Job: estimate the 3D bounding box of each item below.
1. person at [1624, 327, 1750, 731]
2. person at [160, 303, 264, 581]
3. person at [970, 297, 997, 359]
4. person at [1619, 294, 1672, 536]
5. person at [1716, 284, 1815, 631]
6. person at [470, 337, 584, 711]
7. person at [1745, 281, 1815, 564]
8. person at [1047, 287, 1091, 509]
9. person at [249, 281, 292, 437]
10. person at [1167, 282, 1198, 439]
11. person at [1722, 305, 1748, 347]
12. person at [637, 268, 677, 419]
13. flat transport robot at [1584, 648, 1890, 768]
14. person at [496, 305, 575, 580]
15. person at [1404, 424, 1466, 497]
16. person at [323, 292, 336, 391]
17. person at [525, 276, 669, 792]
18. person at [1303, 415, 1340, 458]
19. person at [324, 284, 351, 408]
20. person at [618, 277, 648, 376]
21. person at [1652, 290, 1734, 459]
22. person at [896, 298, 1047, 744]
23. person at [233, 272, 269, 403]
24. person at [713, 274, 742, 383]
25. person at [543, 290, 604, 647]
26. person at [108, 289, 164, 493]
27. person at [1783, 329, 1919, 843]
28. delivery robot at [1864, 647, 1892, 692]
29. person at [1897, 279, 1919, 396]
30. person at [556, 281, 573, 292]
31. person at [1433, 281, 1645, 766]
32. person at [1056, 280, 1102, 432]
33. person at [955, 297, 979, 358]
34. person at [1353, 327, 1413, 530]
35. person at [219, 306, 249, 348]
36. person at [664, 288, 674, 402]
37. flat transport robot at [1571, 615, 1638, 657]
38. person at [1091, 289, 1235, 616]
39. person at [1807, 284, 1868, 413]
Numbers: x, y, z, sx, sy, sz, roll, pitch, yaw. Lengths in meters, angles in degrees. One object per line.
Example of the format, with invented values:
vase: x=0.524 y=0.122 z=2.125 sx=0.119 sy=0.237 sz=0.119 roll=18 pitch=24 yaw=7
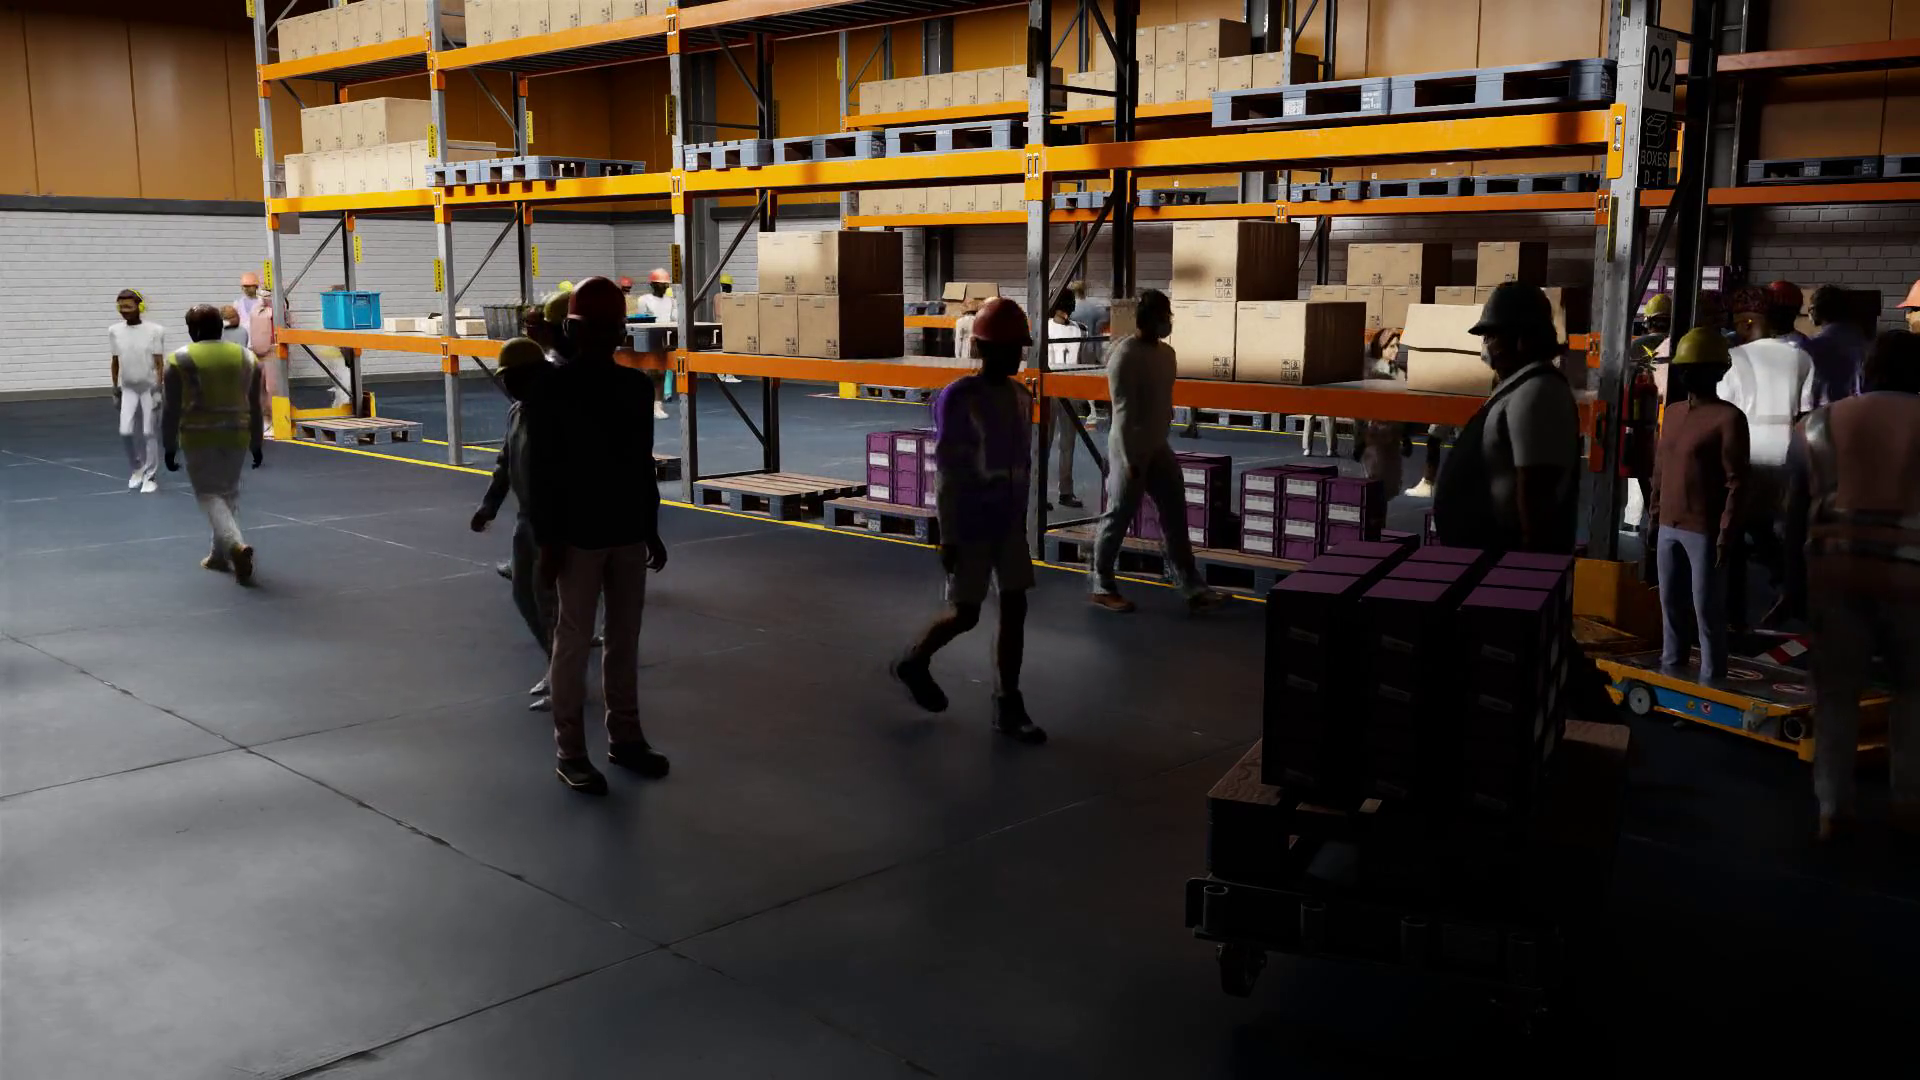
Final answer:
person: x=3.223 y=-0.049 z=7.348 sx=0.313 sy=1.768 sz=0.533 roll=-2 pitch=10 yaw=-15
person: x=-4.844 y=-0.636 z=10.851 sx=0.876 sy=1.811 sz=0.624 roll=9 pitch=13 yaw=43
person: x=0.322 y=-1.501 z=16.290 sx=0.540 sy=1.750 sz=0.387 roll=-6 pitch=11 yaw=-35
person: x=5.248 y=-0.935 z=12.579 sx=0.586 sy=1.833 sz=0.404 roll=0 pitch=9 yaw=2
person: x=4.420 y=-0.451 z=9.278 sx=0.641 sy=1.936 sz=0.483 roll=-2 pitch=10 yaw=-13
person: x=-1.998 y=-0.081 z=7.734 sx=0.457 sy=1.709 sz=0.495 roll=-7 pitch=12 yaw=-38
person: x=5.598 y=-0.801 z=11.435 sx=0.361 sy=1.940 sz=0.543 roll=0 pitch=9 yaw=0
person: x=0.841 y=-1.201 z=14.052 sx=0.583 sy=1.882 sz=0.337 roll=-5 pitch=10 yaw=-27
person: x=-8.350 y=-2.172 z=20.027 sx=0.707 sy=1.873 sz=0.428 roll=5 pitch=11 yaw=29
person: x=2.585 y=-2.179 z=19.985 sx=0.569 sy=1.900 sz=0.854 roll=-7 pitch=11 yaw=-36
person: x=7.487 y=-1.456 z=16.196 sx=0.535 sy=1.697 sz=0.318 roll=-7 pitch=11 yaw=-36
person: x=-3.968 y=-2.605 z=22.225 sx=0.647 sy=2.022 sz=0.643 roll=-9 pitch=13 yaw=-43
flat transport robot: x=3.486 y=0.699 z=7.340 sx=0.652 sy=0.197 sz=1.431 roll=-4 pitch=10 yaw=-26
person: x=-2.592 y=-0.588 z=10.572 sx=0.964 sy=1.797 sz=0.593 roll=8 pitch=12 yaw=39
person: x=4.403 y=-1.177 z=14.580 sx=0.839 sy=1.662 sz=0.530 roll=8 pitch=12 yaw=39
person: x=-10.328 y=-3.275 z=27.536 sx=0.279 sy=1.634 sz=0.499 roll=4 pitch=10 yaw=25
person: x=-1.411 y=-0.031 z=6.543 sx=0.376 sy=1.991 sz=0.622 roll=7 pitch=12 yaw=38
person: x=3.878 y=-1.701 z=17.864 sx=0.513 sy=1.642 sz=0.313 roll=4 pitch=10 yaw=22
person: x=-7.929 y=-2.365 z=21.361 sx=0.440 sy=1.828 sz=0.636 roll=-3 pitch=10 yaw=-16
person: x=-5.684 y=-3.570 z=28.589 sx=0.543 sy=1.895 sz=1.010 roll=-8 pitch=12 yaw=-41
person: x=4.663 y=-0.634 z=10.557 sx=0.646 sy=1.890 sz=0.424 roll=-3 pitch=10 yaw=-17
person: x=0.047 y=-0.091 z=7.199 sx=0.575 sy=1.912 sz=0.722 roll=-9 pitch=13 yaw=-44
person: x=-9.847 y=-2.736 z=23.194 sx=0.622 sy=1.986 sz=1.075 roll=2 pitch=10 yaw=13
person: x=-4.148 y=-3.758 z=29.603 sx=0.377 sy=1.923 sz=0.595 roll=-8 pitch=13 yaw=-42
person: x=-2.052 y=-0.363 z=8.829 sx=0.408 sy=1.911 sz=0.599 roll=0 pitch=9 yaw=-2
person: x=-7.417 y=-1.335 z=15.012 sx=0.495 sy=1.848 sz=0.404 roll=-1 pitch=9 yaw=-9
person: x=3.265 y=0.166 z=5.927 sx=0.642 sy=1.808 sz=0.596 roll=7 pitch=11 yaw=35
delivery robot: x=4.227 y=0.482 z=7.514 sx=0.477 sy=0.478 sz=0.707 roll=7 pitch=12 yaw=36
person: x=5.011 y=-0.375 z=8.654 sx=0.377 sy=1.995 sz=0.608 roll=8 pitch=12 yaw=41
person: x=-6.026 y=-3.048 z=25.533 sx=0.403 sy=1.835 sz=0.588 roll=-2 pitch=9 yaw=-12
person: x=2.208 y=-0.040 z=6.458 sx=0.992 sy=2.000 sz=0.683 roll=3 pitch=10 yaw=19
person: x=1.444 y=-2.316 z=20.917 sx=0.641 sy=1.882 sz=1.004 roll=-8 pitch=12 yaw=-41
person: x=0.161 y=-2.573 z=23.261 sx=0.497 sy=1.629 sz=0.277 roll=-4 pitch=10 yaw=-24
person: x=2.939 y=-0.710 z=11.844 sx=0.520 sy=1.619 sz=0.557 roll=-7 pitch=12 yaw=-38
person: x=-8.793 y=-2.038 z=20.101 sx=0.503 sy=1.584 sz=0.828 roll=3 pitch=10 yaw=19
person: x=-4.389 y=-2.939 z=25.150 sx=0.551 sy=1.725 sz=0.852 roll=-4 pitch=10 yaw=-25
flat transport robot: x=2.707 y=0.548 z=8.266 sx=1.431 sy=0.197 sz=0.652 roll=-2 pitch=9 yaw=-13
person: x=1.152 y=-0.481 z=9.601 sx=0.957 sy=1.895 sz=0.655 roll=8 pitch=12 yaw=39
person: x=5.989 y=-0.806 z=11.514 sx=0.655 sy=1.918 sz=0.448 roll=-7 pitch=11 yaw=-35
